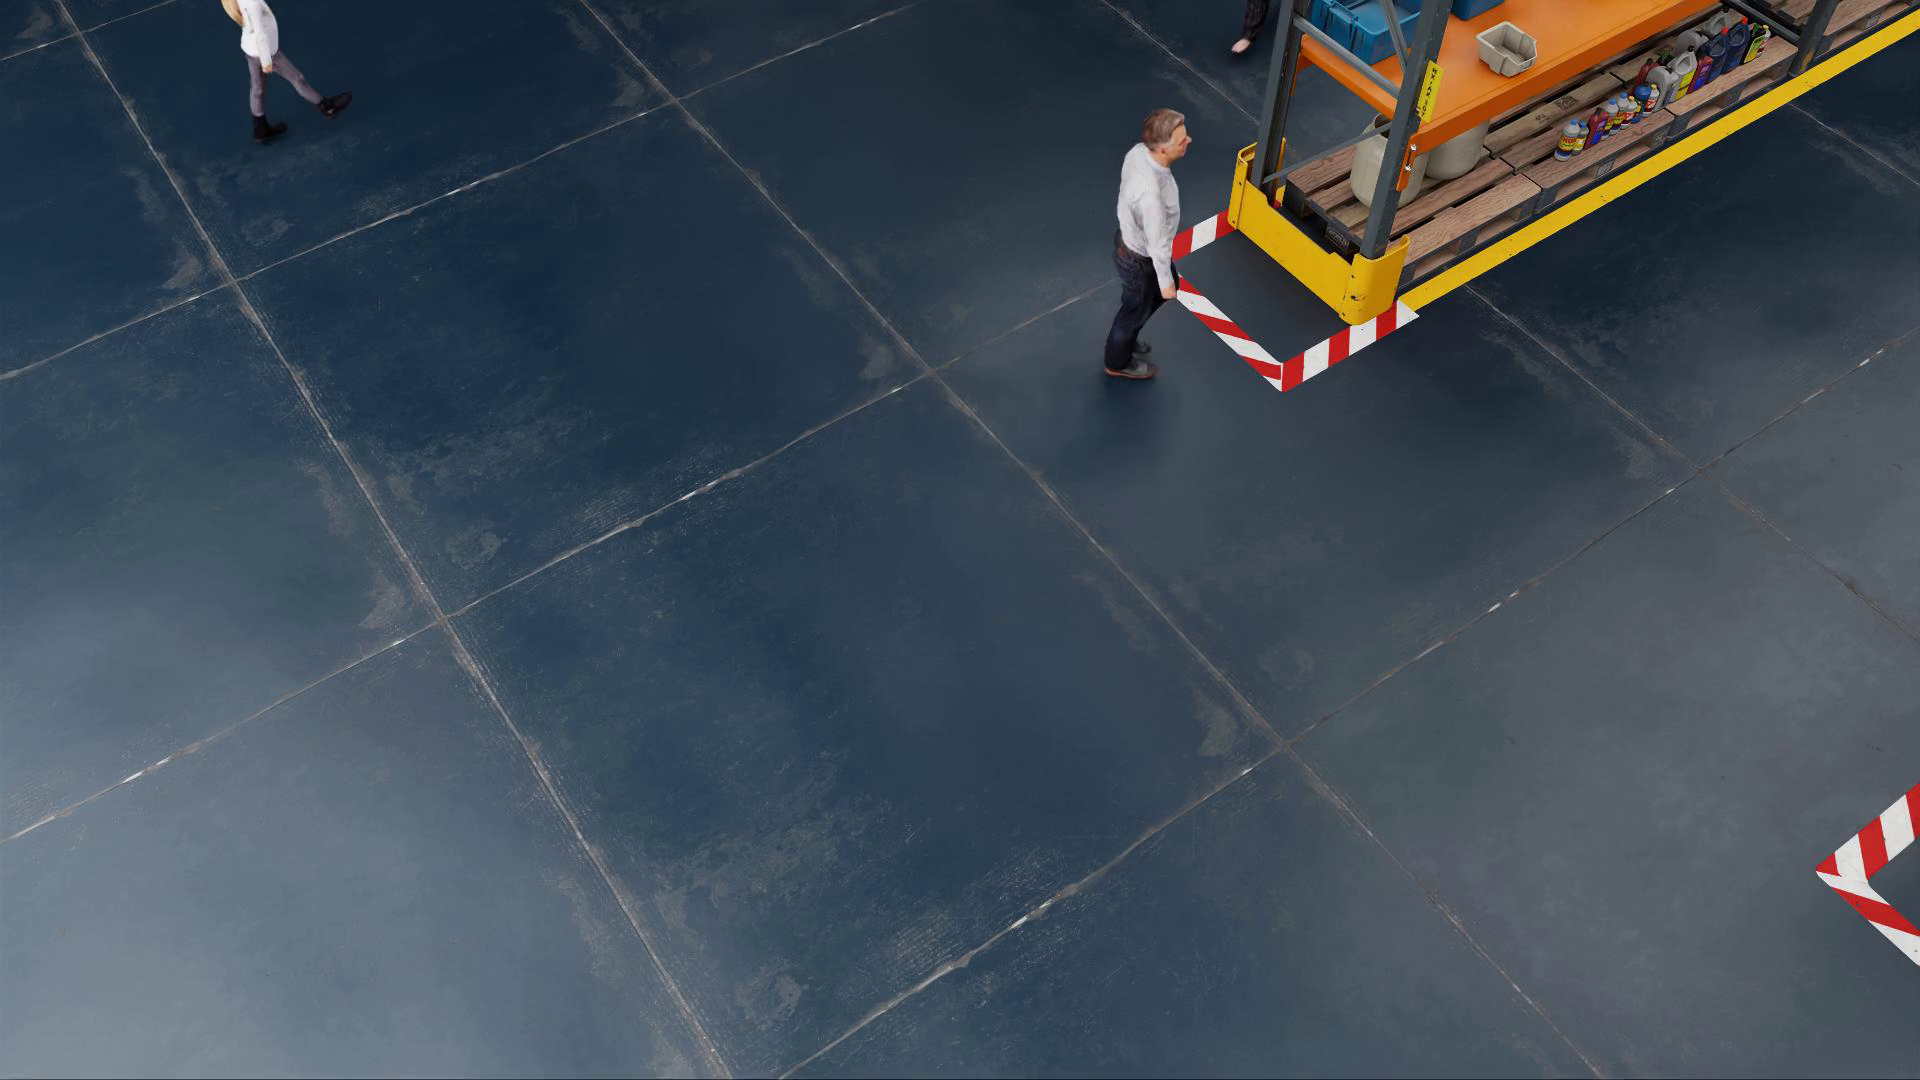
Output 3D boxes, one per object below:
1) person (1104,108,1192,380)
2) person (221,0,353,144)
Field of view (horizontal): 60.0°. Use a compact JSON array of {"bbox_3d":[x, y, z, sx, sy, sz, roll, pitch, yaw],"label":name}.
[{"bbox_3d":[0.885,-1.519,8.763,0.815,1.804,0.768,4,52,3],"label":"person"},{"bbox_3d":[-4.362,-2.989,10.254,0.900,1.246,0.569,-36,60,-24],"label":"person"}]
